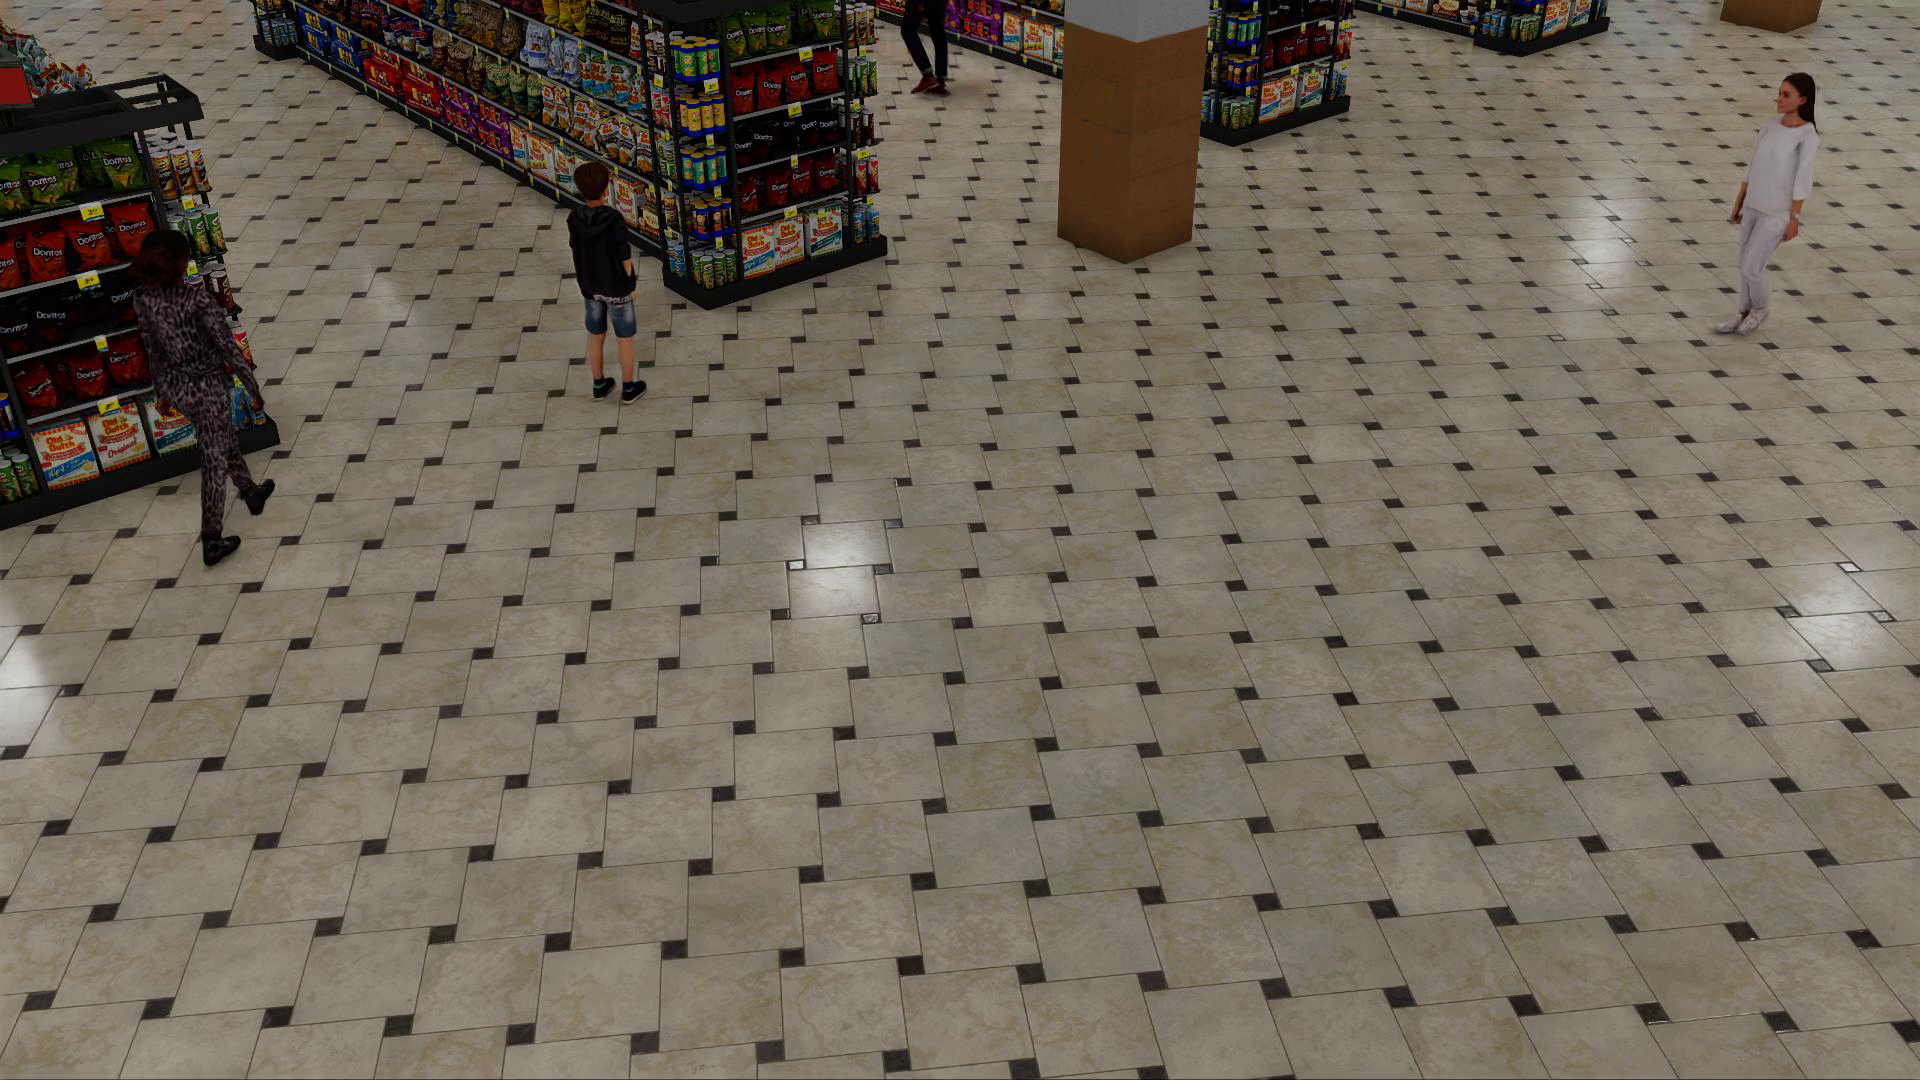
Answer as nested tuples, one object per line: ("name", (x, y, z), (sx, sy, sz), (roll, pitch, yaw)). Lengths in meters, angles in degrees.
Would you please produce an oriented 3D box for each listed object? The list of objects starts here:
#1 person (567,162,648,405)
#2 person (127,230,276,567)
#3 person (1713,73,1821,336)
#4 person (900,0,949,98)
("person", (-2.051, -1.481, 9.629), (0.589, 1.447, 0.676), (10, 33, 15))
("person", (-3.738, -0.650, 8.064), (0.988, 1.688, 0.987), (8, 33, 12))
("person", (5.101, -2.062, 10.343), (0.771, 1.679, 0.657), (-10, 33, -15))
("person", (-0.202, -4.795, 14.613), (0.703, 1.808, 0.733), (23, 39, 33))
